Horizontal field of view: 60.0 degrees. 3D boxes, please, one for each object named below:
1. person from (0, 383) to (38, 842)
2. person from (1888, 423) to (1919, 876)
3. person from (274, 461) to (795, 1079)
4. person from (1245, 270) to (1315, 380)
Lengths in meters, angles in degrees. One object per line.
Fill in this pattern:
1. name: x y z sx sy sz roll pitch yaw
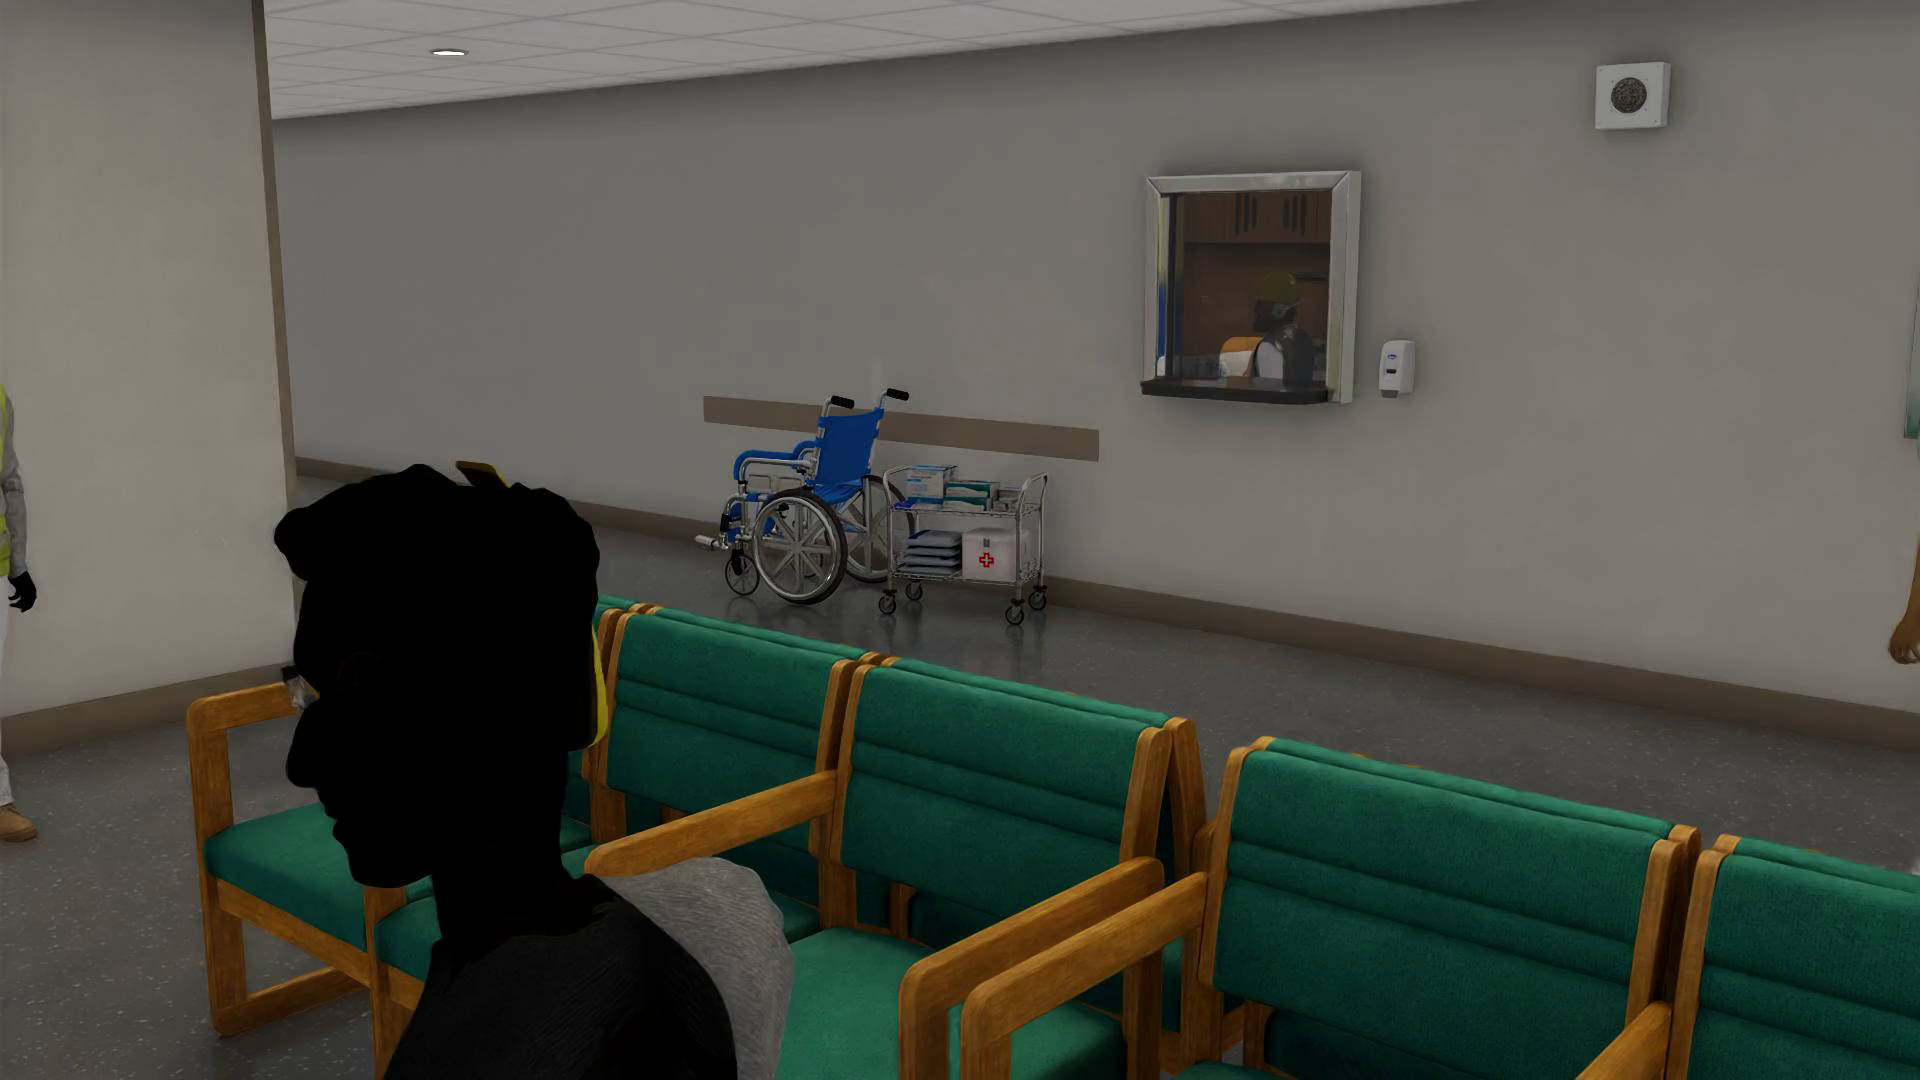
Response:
1. person: -3.293 0.113 5.342 0.430 1.845 0.621 7 12 36
2. person: 3.015 0.194 4.868 0.569 1.843 0.373 -3 10 -18
3. person: -0.283 0.851 1.087 0.328 1.861 0.518 3 10 16
4. person: 1.721 -0.554 9.147 0.404 1.833 0.600 6 11 29
